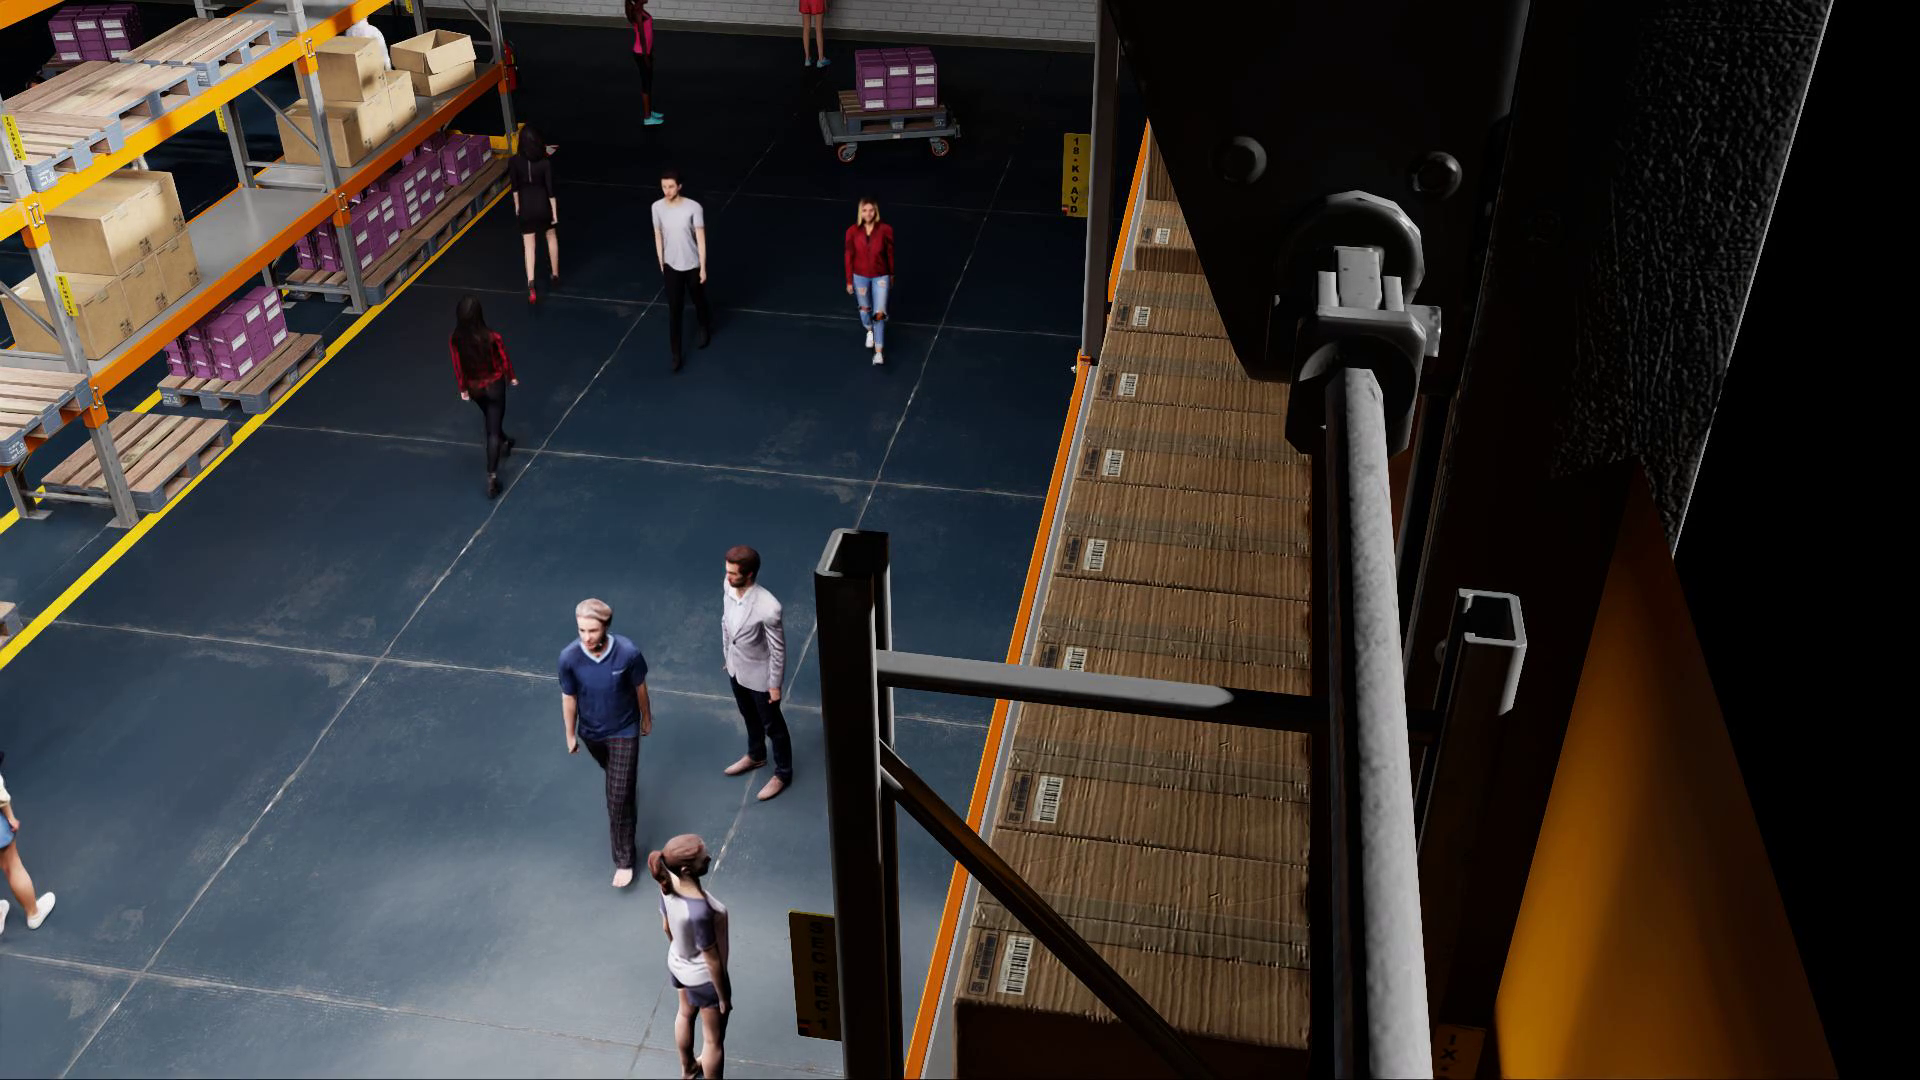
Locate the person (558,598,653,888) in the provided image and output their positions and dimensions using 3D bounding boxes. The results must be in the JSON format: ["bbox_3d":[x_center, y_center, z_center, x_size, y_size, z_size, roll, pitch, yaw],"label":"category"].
[{"bbox_3d":[-2.099,1.084,10.029,0.804,1.824,1.240,1,34,1],"label":"person"}]

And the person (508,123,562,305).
[{"bbox_3d":[-4.226,-3.190,16.506,0.792,1.772,1.135,-3,34,-5],"label":"person"}]

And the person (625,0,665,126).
[{"bbox_3d":[-4.018,-6.133,20.978,0.695,1.724,0.590,-3,34,-5],"label":"person"}]

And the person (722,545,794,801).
[{"bbox_3d":[-1.279,0.800,10.433,0.779,1.848,0.760,-28,42,-35],"label":"person"}]

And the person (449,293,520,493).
[{"bbox_3d":[-3.885,-1.171,13.612,0.675,1.612,1.094,2,34,3],"label":"person"}]

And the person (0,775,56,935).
[{"bbox_3d":[-5.615,1.583,9.452,0.699,1.631,0.655,-5,34,-7],"label":"person"}]

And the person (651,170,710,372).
[{"bbox_3d":[-2.544,-2.580,15.544,0.759,1.820,1.194,2,34,3],"label":"person"}]

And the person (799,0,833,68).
[{"bbox_3d":[-2.034,-7.419,22.874,0.636,1.765,0.649,13,36,19],"label":"person"}]

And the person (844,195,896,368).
[{"bbox_3d":[-0.837,-2.467,15.589,0.740,1.582,1.110,0,34,0],"label":"person"}]

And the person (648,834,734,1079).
[{"bbox_3d":[-1.332,2.175,8.441,0.718,1.765,0.674,-26,41,-33],"label":"person"}]
